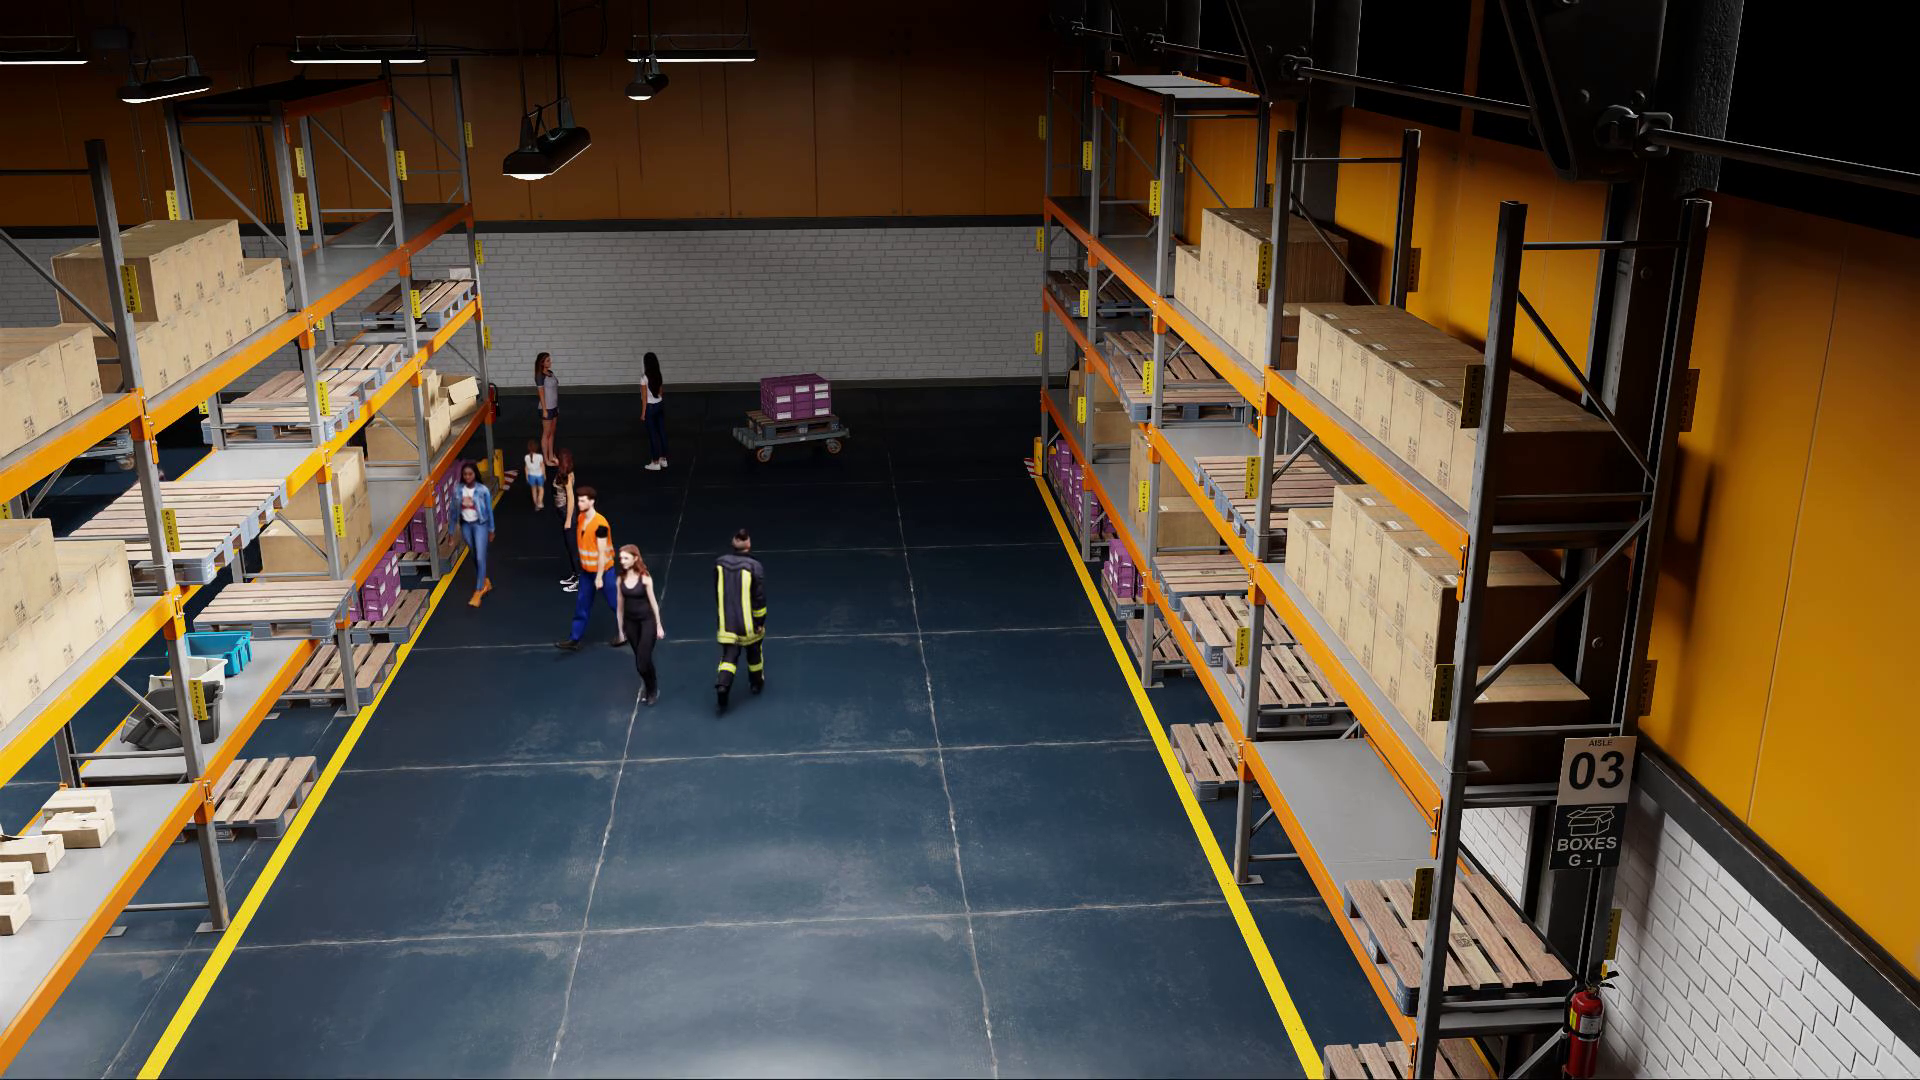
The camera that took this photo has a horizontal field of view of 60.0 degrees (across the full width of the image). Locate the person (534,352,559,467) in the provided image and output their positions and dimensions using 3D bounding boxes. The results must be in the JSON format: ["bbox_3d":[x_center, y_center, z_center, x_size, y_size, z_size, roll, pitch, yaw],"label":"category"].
[{"bbox_3d":[-6.242,-1.995,25.145,0.711,1.733,0.571,4,19,10],"label":"person"}]

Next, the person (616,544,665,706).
[{"bbox_3d":[-3.179,0.826,16.791,0.741,1.719,0.810,5,19,16],"label":"person"}]

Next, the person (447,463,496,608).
[{"bbox_3d":[-5.696,-0.110,19.637,0.786,1.677,1.140,3,19,9],"label":"person"}]

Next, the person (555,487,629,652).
[{"bbox_3d":[-3.869,0.306,18.145,1.198,1.840,1.222,17,25,41],"label":"person"}]

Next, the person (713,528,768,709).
[{"bbox_3d":[-2.249,0.790,16.732,0.901,1.826,1.166,3,19,9],"label":"person"}]

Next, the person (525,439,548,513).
[{"bbox_3d":[-5.871,-0.885,22.973,0.441,1.016,0.433,-3,19,-7],"label":"person"}]

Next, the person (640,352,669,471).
[{"bbox_3d":[-4.574,-1.936,24.902,0.727,1.776,0.641,12,22,31],"label":"person"}]

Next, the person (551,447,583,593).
[{"bbox_3d":[-4.692,-0.264,19.948,0.719,1.770,0.552,-6,20,-18],"label":"person"}]
